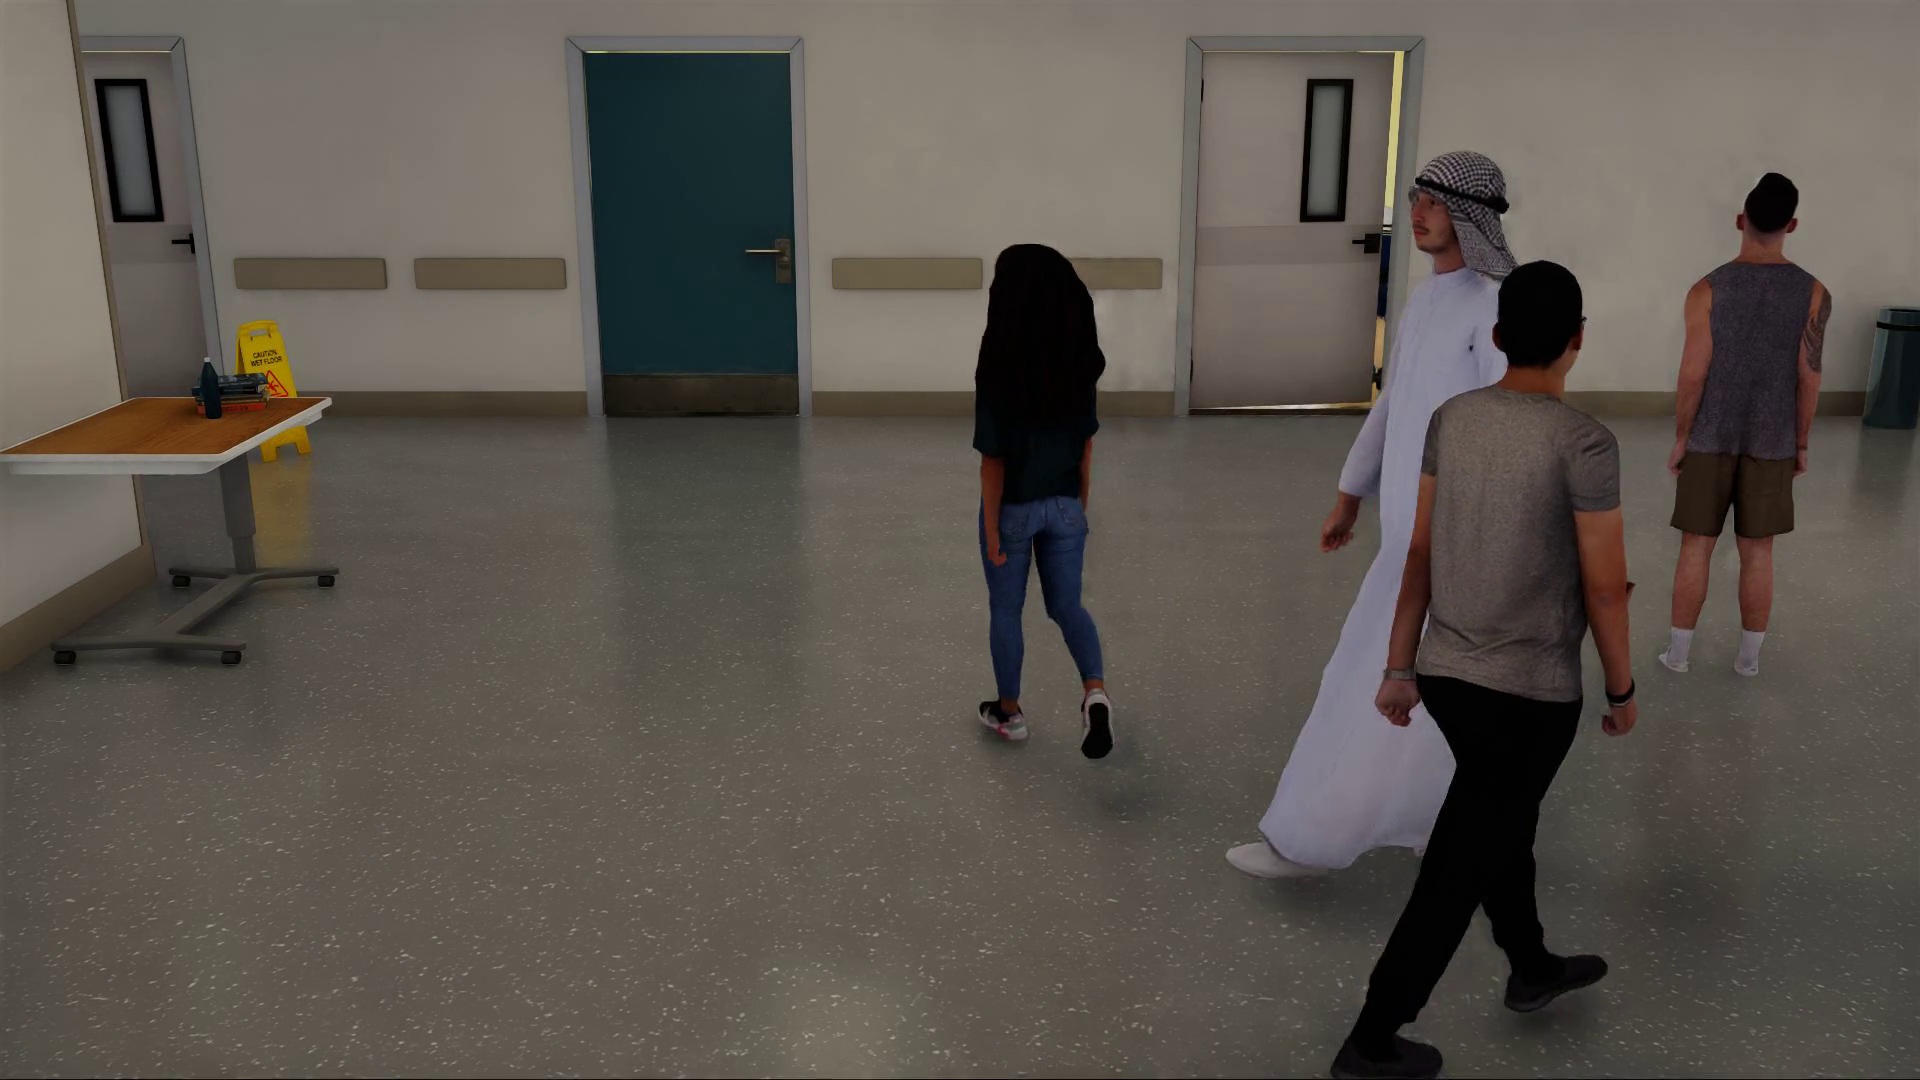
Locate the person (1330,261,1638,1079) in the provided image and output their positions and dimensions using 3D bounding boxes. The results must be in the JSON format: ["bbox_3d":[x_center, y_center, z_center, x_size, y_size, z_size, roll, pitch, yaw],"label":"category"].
[{"bbox_3d":[1.046,0.333,3.416,1.175,1.712,0.918,-8,17,-25],"label":"person"}]

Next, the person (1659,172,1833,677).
[{"bbox_3d":[2.749,-0.364,5.886,0.579,1.847,0.751,4,16,12],"label":"person"}]

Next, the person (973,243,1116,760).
[{"bbox_3d":[0.268,-0.079,5.082,0.971,1.599,0.868,-7,17,-22],"label":"person"}]

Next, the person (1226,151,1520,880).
[{"bbox_3d":[1.308,-0.004,4.283,1.110,1.888,0.729,-1,16,-3],"label":"person"}]
